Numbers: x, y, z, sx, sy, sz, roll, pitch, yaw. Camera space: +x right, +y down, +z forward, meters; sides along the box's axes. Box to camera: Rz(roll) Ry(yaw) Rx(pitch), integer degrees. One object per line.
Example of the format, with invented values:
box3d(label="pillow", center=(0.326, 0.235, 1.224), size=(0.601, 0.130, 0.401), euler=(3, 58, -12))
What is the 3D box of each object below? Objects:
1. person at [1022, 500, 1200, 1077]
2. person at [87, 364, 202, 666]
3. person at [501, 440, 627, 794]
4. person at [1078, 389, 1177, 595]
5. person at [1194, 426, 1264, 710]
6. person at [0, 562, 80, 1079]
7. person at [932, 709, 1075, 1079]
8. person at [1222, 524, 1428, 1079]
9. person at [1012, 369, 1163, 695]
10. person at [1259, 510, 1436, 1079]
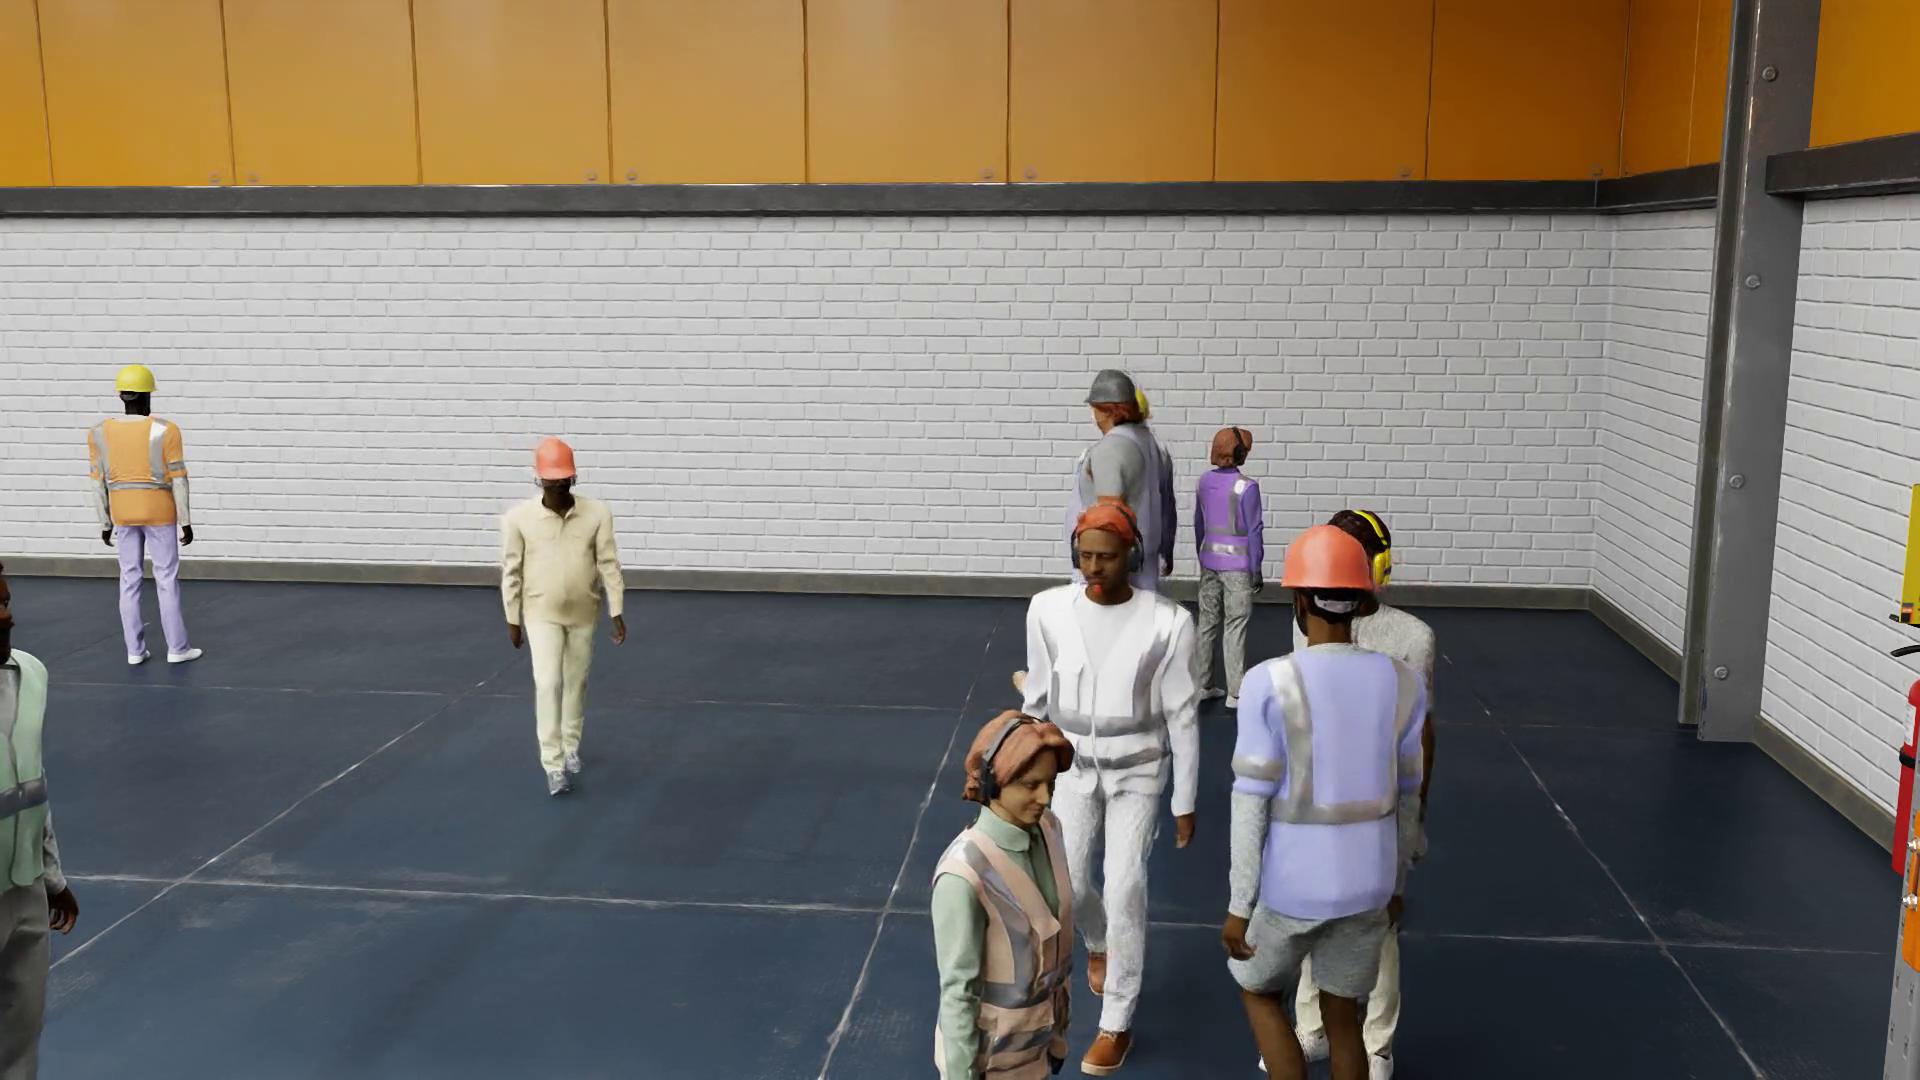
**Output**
box3d(label="person", center=(0.503, 0.774, 5.483), size=(0.610, 1.866, 0.561), euler=(4, 11, 21))
box3d(label="person", center=(-5.194, -0.151, 10.599), size=(0.585, 1.929, 0.377), euler=(-1, 10, -3))
box3d(label="person", center=(-1.926, 0.374, 8.194), size=(0.568, 1.720, 0.807), euler=(-5, 11, -26))
box3d(label="person", center=(0.996, 0.019, 9.897), size=(0.601, 1.830, 0.404), euler=(3, 10, 19))
box3d(label="person", center=(1.550, 0.164, 9.622), size=(0.307, 1.641, 0.514), euler=(-7, 12, -35))
box3d(label="person", center=(-2.566, 0.947, 4.336), size=(0.374, 1.918, 0.596), euler=(1, 10, 7))
box3d(label="person", center=(0.100, 1.183, 3.790), size=(0.313, 1.638, 0.522), euler=(5, 11, 26))
box3d(label="person", center=(0.965, 0.915, 4.553), size=(0.615, 1.910, 0.466), euler=(-3, 10, -18))
box3d(label="person", center=(0.836, -0.005, 9.438), size=(1.031, 2.000, 0.703), euler=(6, 12, 32))
box3d(label="person", center=(1.214, 0.823, 5.192), size=(0.532, 1.868, 0.310), euler=(9, 14, 43))
